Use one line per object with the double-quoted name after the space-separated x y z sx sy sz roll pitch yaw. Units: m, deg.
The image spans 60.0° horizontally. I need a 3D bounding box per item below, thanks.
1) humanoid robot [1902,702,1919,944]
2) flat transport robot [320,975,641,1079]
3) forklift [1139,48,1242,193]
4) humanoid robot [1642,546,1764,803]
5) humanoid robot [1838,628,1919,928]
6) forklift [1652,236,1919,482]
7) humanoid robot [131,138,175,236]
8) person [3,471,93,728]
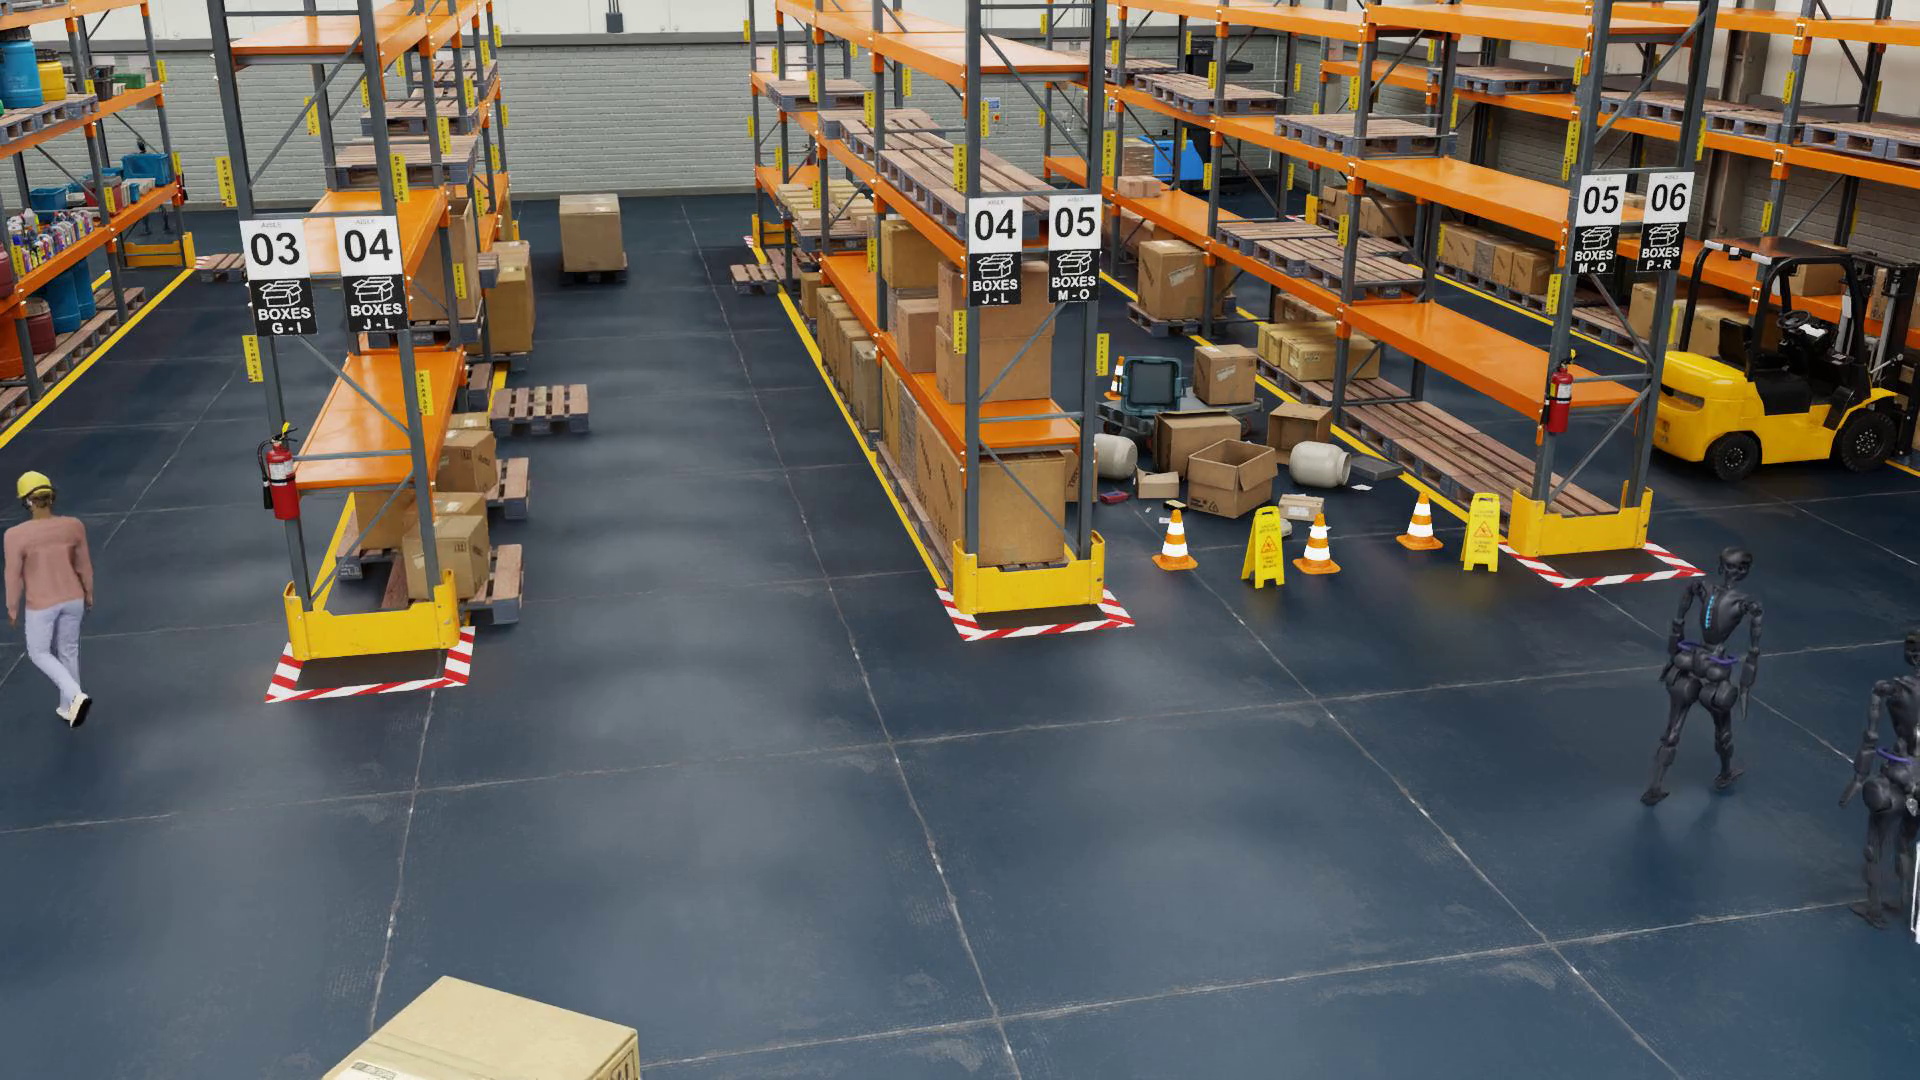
5.250 1.237 8.759 0.537 1.787 0.792 11 23 26 "humanoid robot"
-1.758 2.965 6.218 1.431 0.231 0.659 -17 26 -39 "flat transport robot"
4.566 -8.313 32.860 1.873 2.768 1.129 -4 21 -12 "forklift"
4.540 0.799 10.089 0.766 1.623 0.603 -14 25 -33 "humanoid robot"
4.991 1.264 8.798 0.614 1.637 0.412 -3 21 -8 "humanoid robot"
8.013 -1.814 16.330 2.313 2.155 1.214 -4 21 -12 "forklift"
-13.913 -6.074 28.534 0.587 1.642 0.383 -8 22 -20 "humanoid robot"
-5.954 0.415 10.961 0.539 1.732 0.574 15 25 34 "person"
